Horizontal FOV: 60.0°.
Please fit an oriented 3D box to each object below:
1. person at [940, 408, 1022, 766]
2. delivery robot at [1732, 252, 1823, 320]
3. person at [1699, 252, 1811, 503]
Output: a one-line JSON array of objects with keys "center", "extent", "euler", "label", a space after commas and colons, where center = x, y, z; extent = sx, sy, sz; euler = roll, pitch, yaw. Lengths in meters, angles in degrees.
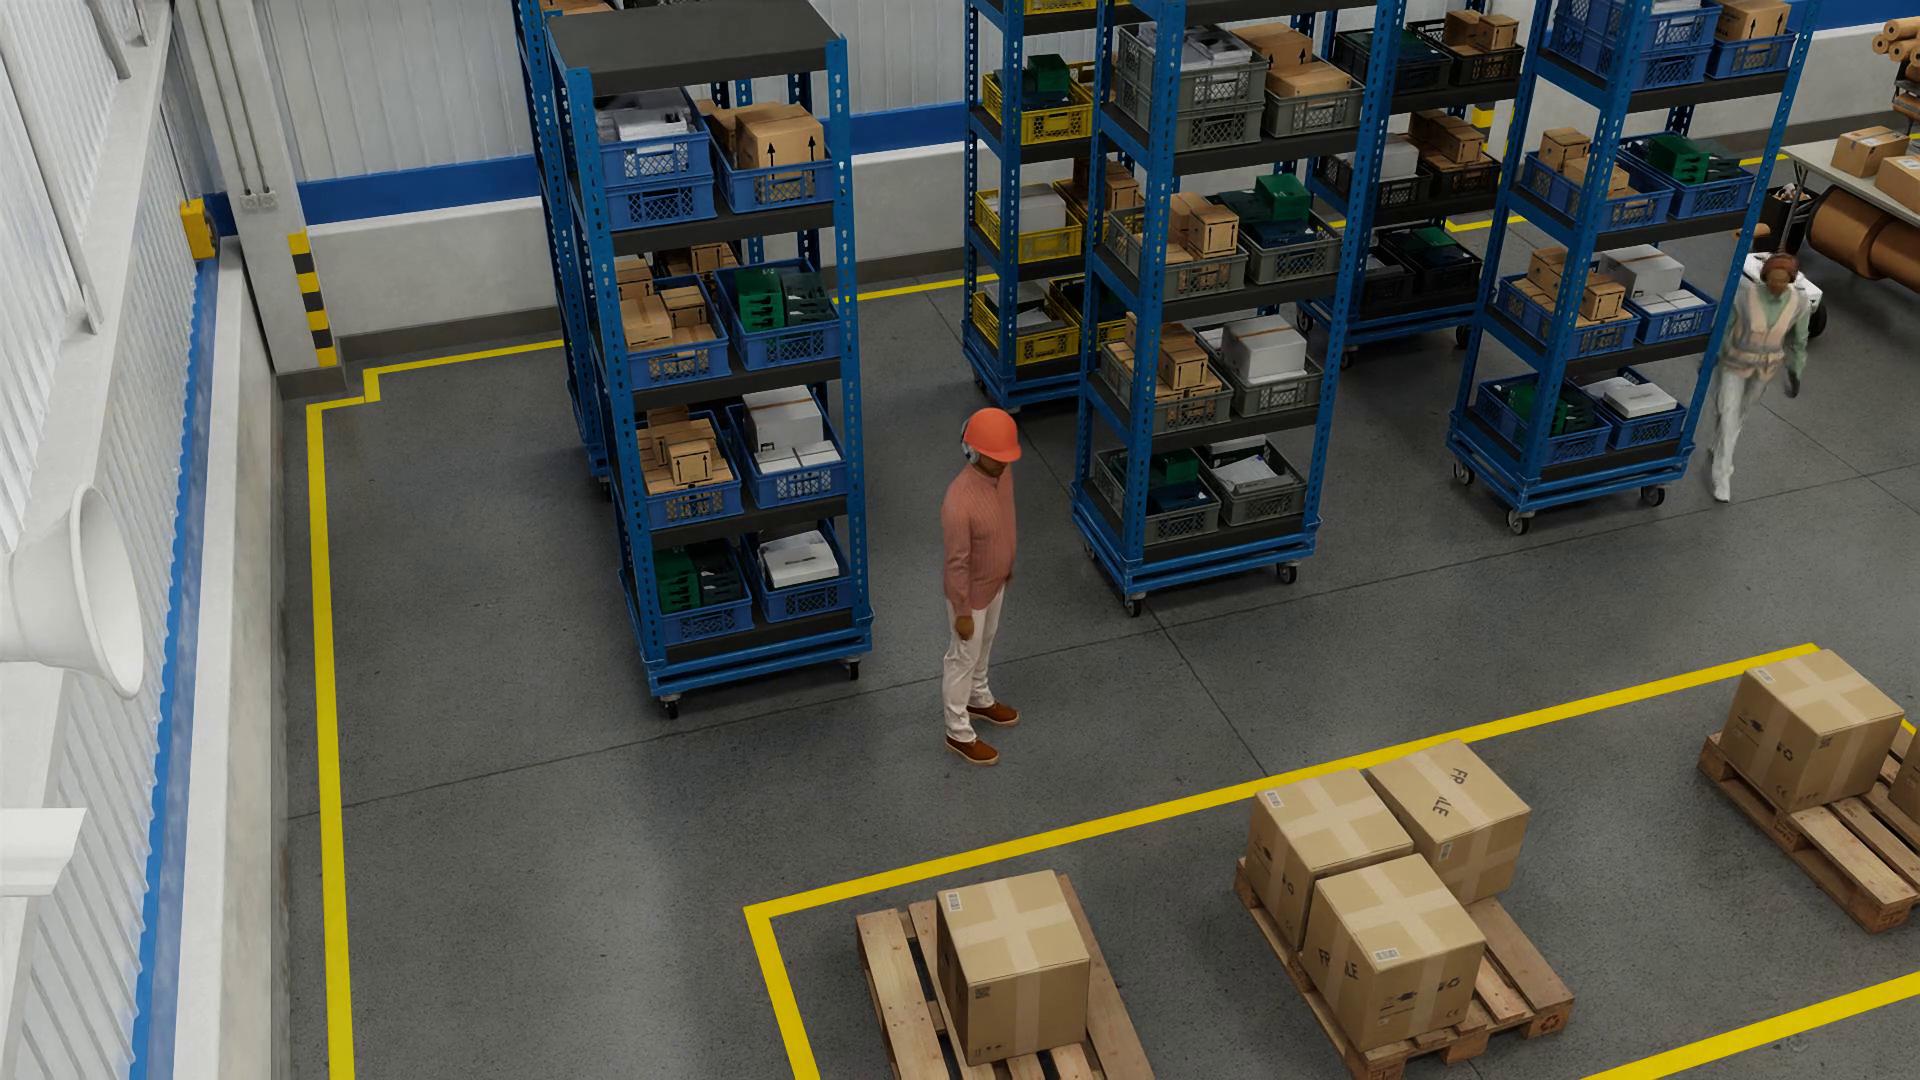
[{"center": [0.115, 0.212, 8.252], "extent": [0.392, 1.990, 0.612], "euler": [15, 38, 20], "label": "person"}, {"center": [6.083, -1.904, 12.408], "extent": [0.477, 0.478, 0.707], "euler": [-6, 36, -8], "label": "delivery robot"}, {"center": [4.930, -1.016, 10.319], "extent": [0.563, 1.601, 0.799], "euler": [3, 35, 4], "label": "person"}]
